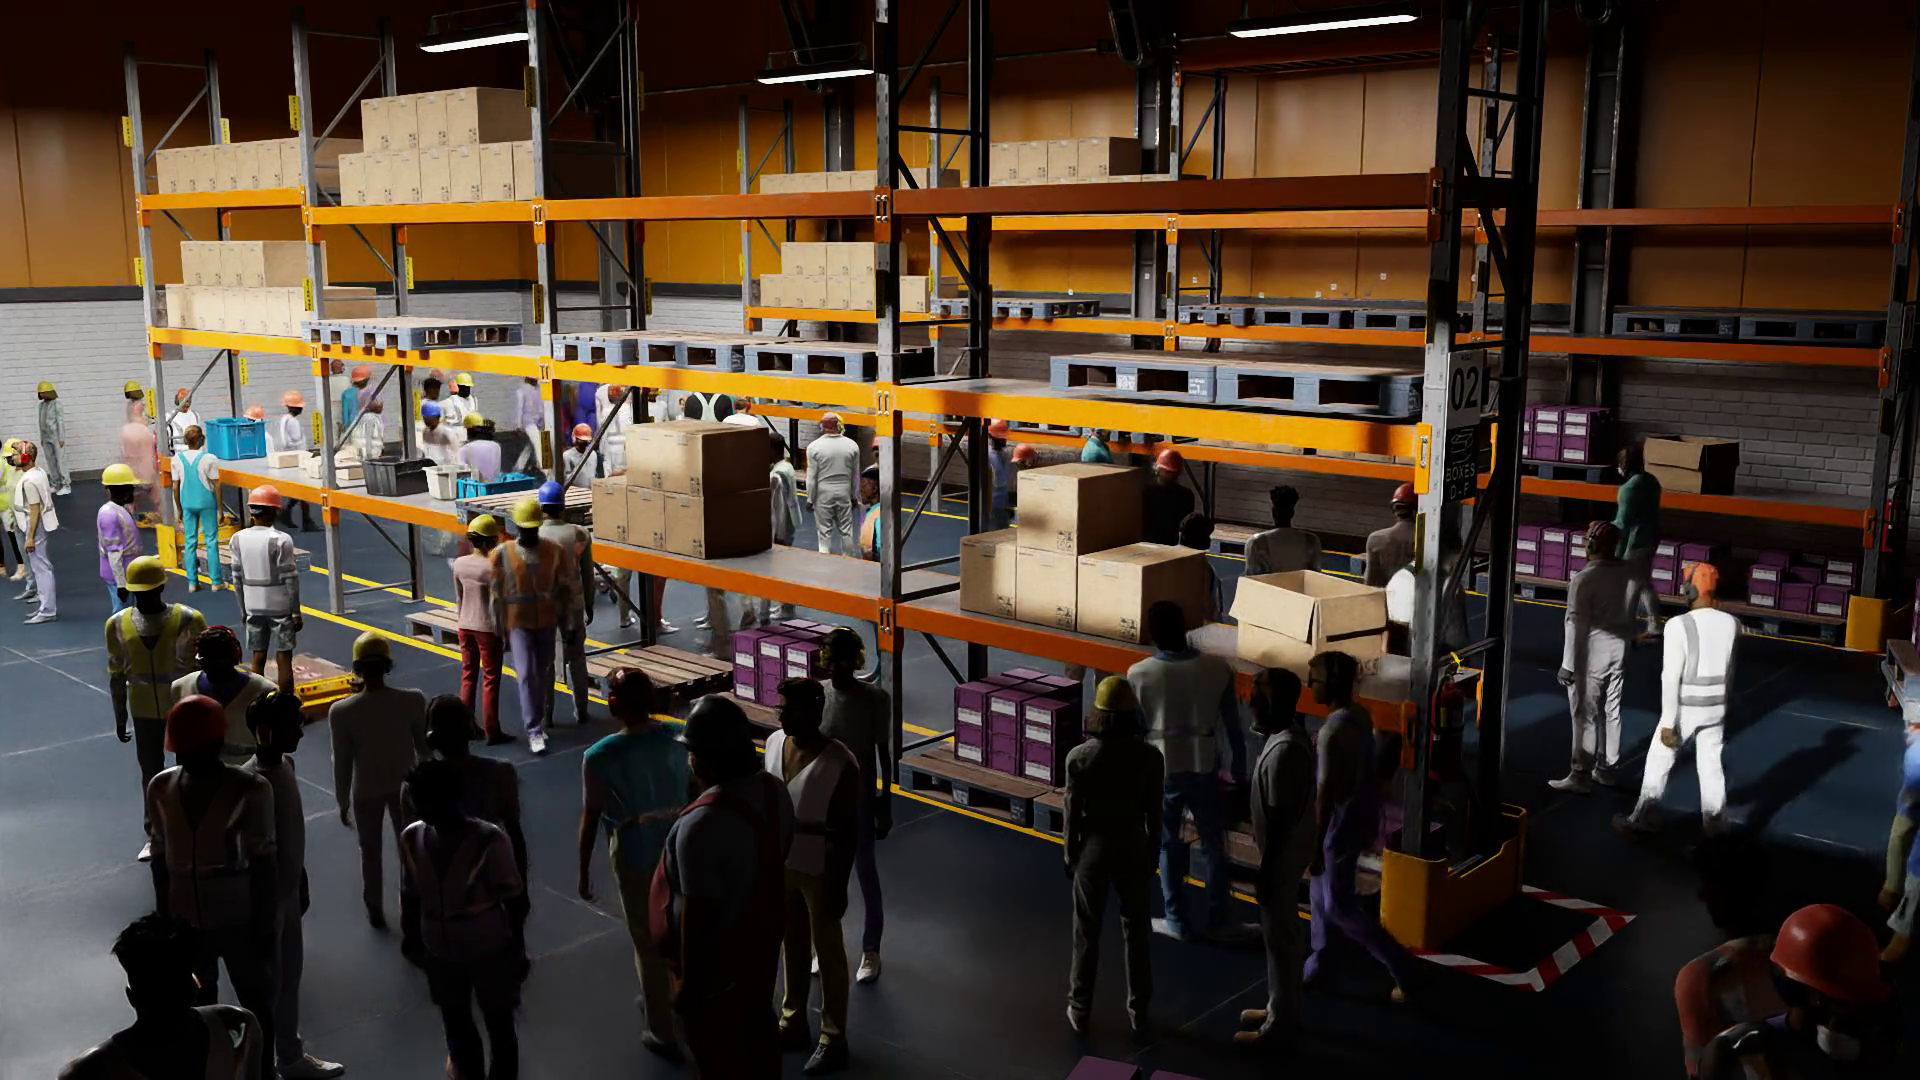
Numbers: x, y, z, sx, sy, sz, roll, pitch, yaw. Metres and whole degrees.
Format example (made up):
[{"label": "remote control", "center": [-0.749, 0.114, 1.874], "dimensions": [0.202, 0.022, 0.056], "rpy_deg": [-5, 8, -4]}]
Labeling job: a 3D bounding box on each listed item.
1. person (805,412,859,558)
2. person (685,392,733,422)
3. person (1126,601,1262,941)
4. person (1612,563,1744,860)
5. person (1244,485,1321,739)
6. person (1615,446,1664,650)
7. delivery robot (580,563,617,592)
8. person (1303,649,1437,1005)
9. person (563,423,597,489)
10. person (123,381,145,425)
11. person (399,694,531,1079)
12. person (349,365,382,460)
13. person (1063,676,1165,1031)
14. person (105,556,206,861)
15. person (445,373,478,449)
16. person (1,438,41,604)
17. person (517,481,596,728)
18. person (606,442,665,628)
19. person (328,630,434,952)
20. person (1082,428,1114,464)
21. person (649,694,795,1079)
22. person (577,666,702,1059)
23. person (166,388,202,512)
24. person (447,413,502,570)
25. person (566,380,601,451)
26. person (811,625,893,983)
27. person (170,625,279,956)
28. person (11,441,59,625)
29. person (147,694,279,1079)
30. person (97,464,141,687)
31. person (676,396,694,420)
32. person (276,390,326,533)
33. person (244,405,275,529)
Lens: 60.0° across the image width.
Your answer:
[{"label": "person", "center": [-1.460, -0.496, 18.885], "dimensions": [0.652, 1.904, 0.402], "rpy_deg": [-5, 11, -27]}, {"label": "person", "center": [-3.600, -1.459, 23.940], "dimensions": [0.689, 2.000, 0.538], "rpy_deg": [-1, 10, -7]}, {"label": "person", "center": [1.275, 1.270, 9.019], "dimensions": [0.768, 1.879, 0.368], "rpy_deg": [0, 10, 2]}, {"label": "person", "center": [4.464, 1.044, 10.311], "dimensions": [0.597, 1.852, 0.875], "rpy_deg": [-3, 10, -16]}, {"label": "person", "center": [2.460, 0.555, 12.761], "dimensions": [0.607, 1.966, 0.373], "rpy_deg": [-1, 10, -5]}, {"label": "person", "center": [6.371, 0.081, 15.585], "dimensions": [0.705, 1.916, 0.500], "rpy_deg": [-9, 13, -41]}, {"label": "delivery robot", "center": [-3.941, 0.325, 17.787], "dimensions": [0.477, 0.478, 0.707], "rpy_deg": [-6, 12, -31]}, {"label": "person", "center": [1.969, 1.444, 8.168], "dimensions": [0.751, 1.817, 0.525], "rpy_deg": [5, 11, 28]}, {"label": "person", "center": [-4.372, -0.487, 19.272], "dimensions": [0.339, 1.746, 0.562], "rpy_deg": [6, 12, 31]}, {"label": "person", "center": [-12.591, -1.572, 25.453], "dimensions": [0.483, 1.737, 0.321], "rpy_deg": [8, 13, 37]}, {"label": "person", "center": [-2.167, 1.589, 7.340], "dimensions": [0.558, 1.817, 0.555], "rpy_deg": [-5, 11, -28]}, {"label": "person", "center": [-9.047, -1.688, 25.385], "dimensions": [0.655, 1.988, 0.611], "rpy_deg": [9, 14, 42]}, {"label": "person", "center": [0.738, 1.508, 8.037], "dimensions": [0.487, 1.735, 0.336], "rpy_deg": [0, 10, -2]}, {"label": "person", "center": [-4.907, 1.033, 10.218], "dimensions": [0.581, 1.919, 0.404], "rpy_deg": [-2, 10, -11]}, {"label": "person", "center": [-7.335, -1.518, 24.637], "dimensions": [0.410, 1.918, 0.585], "rpy_deg": [5, 11, 28]}, {"label": "person", "center": [-9.938, -0.206, 17.662], "dimensions": [0.524, 1.761, 0.339], "rpy_deg": [6, 12, 31]}, {"label": "person", "center": [-3.176, 0.507, 13.086], "dimensions": [0.616, 1.946, 0.392], "rpy_deg": [-5, 11, -26]}, {"label": "person", "center": [-3.207, -0.082, 16.475], "dimensions": [0.594, 1.924, 0.383], "rpy_deg": [3, 10, 15]}, {"label": "person", "center": [-3.104, 1.338, 8.985], "dimensions": [0.526, 1.727, 0.824], "rpy_deg": [-4, 11, -21]}, {"label": "person", "center": [1.558, -0.433, 18.521], "dimensions": [0.406, 1.908, 0.641], "rpy_deg": [1, 10, 7]}, {"label": "person", "center": [-0.978, 1.601, 6.639], "dimensions": [0.538, 2.000, 0.681], "rpy_deg": [4, 11, 22]}, {"label": "person", "center": [-1.517, 1.486, 7.875], "dimensions": [0.617, 1.821, 0.751], "rpy_deg": [-8, 13, -36]}, {"label": "person", "center": [-10.378, -1.092, 22.298], "dimensions": [0.355, 1.887, 0.574], "rpy_deg": [4, 11, 20]}, {"label": "person", "center": [-5.532, -0.510, 19.013], "dimensions": [0.600, 1.879, 0.937], "rpy_deg": [-10, 14, -44]}, {"label": "person", "center": [-6.598, -2.420, 29.372], "dimensions": [0.547, 2.000, 0.696], "rpy_deg": [9, 13, 41]}, {"label": "person", "center": [-0.591, 1.349, 8.582], "dimensions": [0.510, 1.862, 0.327], "rpy_deg": [3, 11, 17]}, {"label": "person", "center": [-3.845, 1.328, 8.801], "dimensions": [0.562, 1.828, 0.417], "rpy_deg": [0, 10, 1]}, {"label": "person", "center": [-9.268, -0.080, 16.694], "dimensions": [0.390, 1.846, 0.564], "rpy_deg": [-4, 11, -23]}, {"label": "person", "center": [-3.162, 1.585, 7.059], "dimensions": [0.544, 1.929, 0.387], "rpy_deg": [1, 10, 4]}, {"label": "person", "center": [-7.189, 0.300, 14.315], "dimensions": [0.369, 1.928, 0.585], "rpy_deg": [-4, 11, -20]}, {"label": "person", "center": [-3.895, -1.253, 23.908], "dimensions": [0.522, 1.639, 0.306], "rpy_deg": [7, 12, 34]}, {"label": "person", "center": [-8.690, -1.032, 21.886], "dimensions": [0.506, 1.909, 0.570], "rpy_deg": [-5, 11, -26]}, {"label": "person", "center": [-8.981, -0.847, 21.290], "dimensions": [0.572, 1.750, 0.331], "rpy_deg": [3, 10, 15]}]
